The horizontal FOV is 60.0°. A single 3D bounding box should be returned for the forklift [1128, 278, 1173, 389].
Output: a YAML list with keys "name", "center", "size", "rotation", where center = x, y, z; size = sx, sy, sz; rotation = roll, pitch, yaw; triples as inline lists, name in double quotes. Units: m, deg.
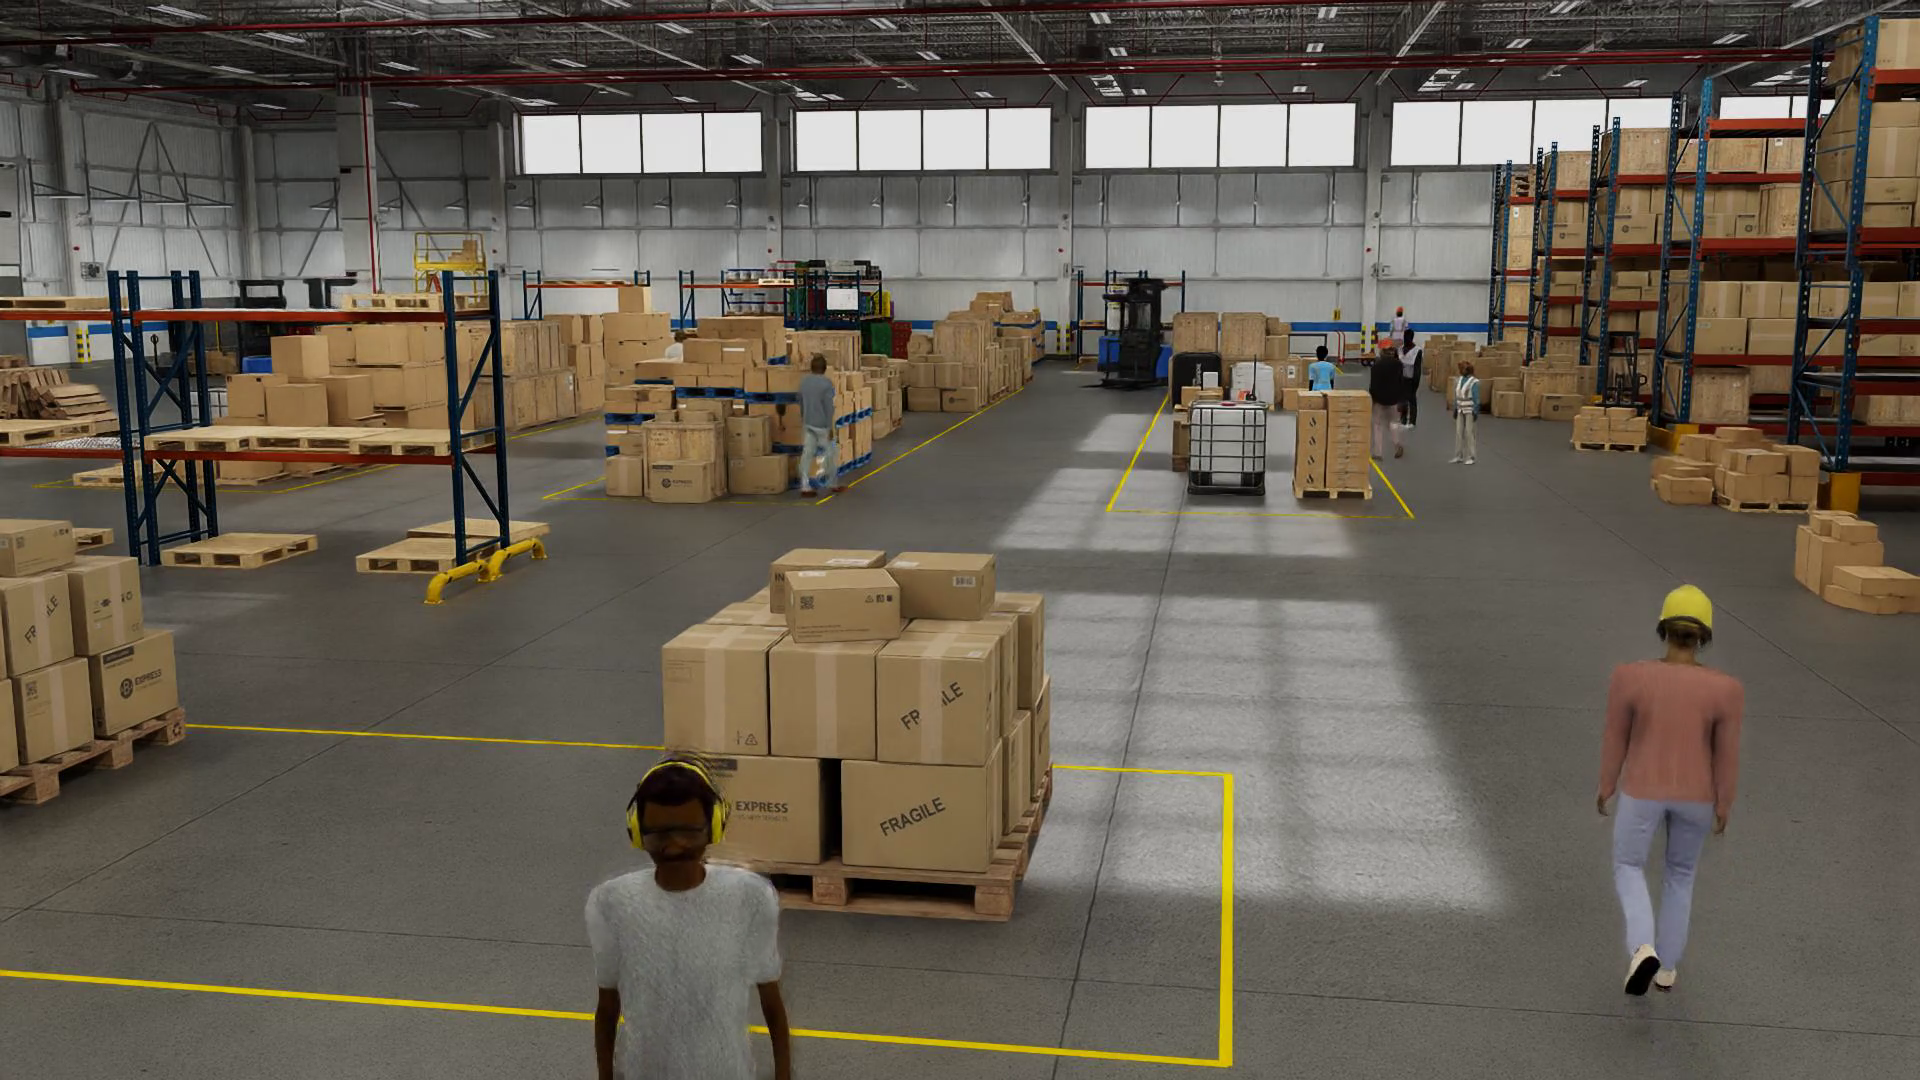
- name: "forklift"
  center: [4.757, -5.316, 42.702]
  size: [1.873, 2.768, 1.129]
  rotation: [-8, 12, -41]

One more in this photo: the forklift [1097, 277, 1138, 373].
- name: "forklift"
  center: [5.019, -6.307, 48.812]
  size: [1.873, 2.768, 1.129]
  rotation: [1, 9, 9]

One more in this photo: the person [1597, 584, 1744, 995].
- name: "person"
  center: [2.930, 1.057, 6.872]
  size: [0.535, 1.748, 0.537]
  rotation: [3, 10, 16]

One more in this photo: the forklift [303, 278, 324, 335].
- name: "forklift"
  center: [-16.755, -5.417, 43.321]
  size: [1.873, 2.768, 1.129]
  rotation: [-3, 10, -19]

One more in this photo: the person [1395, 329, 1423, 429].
- name: "person"
  center: [8.633, -3.096, 32.001]
  size: [0.397, 1.911, 0.587]
  rotation: [-5, 11, -30]

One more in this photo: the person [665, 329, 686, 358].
- name: "person"
  center: [-5.311, -3.061, 31.774]
  size: [0.651, 1.899, 0.909]
  rotation: [-2, 9, -13]

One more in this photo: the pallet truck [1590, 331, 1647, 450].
- name: "pallet truck"
  center: [11.253, -2.573, 28.499]
  size: [0.823, 1.965, 1.885]
  rotation: [5, 10, 27]

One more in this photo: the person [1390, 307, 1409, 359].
- name: "person"
  center: [13.644, -6.265, 51.617]
  size: [0.568, 1.883, 0.993]
  rotation: [5, 10, 27]

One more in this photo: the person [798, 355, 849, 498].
- name: "person"
  center: [-1.846, -1.524, 22.324]
  size: [0.667, 1.898, 0.910]
  rotation: [7, 12, 37]

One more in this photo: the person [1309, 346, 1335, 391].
- name: "person"
  center: [6.430, -2.611, 29.658]
  size: [0.540, 1.695, 0.317]
  rotation: [-3, 10, -20]

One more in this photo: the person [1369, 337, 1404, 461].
- name: "person"
  center: [6.746, -2.214, 26.323]
  size: [0.634, 1.983, 0.541]
  rotation: [-3, 10, -20]

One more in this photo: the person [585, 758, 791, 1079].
- name: "person"
  center: [-0.689, 1.435, 4.325]
  size: [0.535, 1.832, 0.953]
  rotation: [-2, 9, -10]

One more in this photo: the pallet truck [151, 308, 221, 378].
- name: "pallet truck"
  center: [-21.869, -5.598, 47.154]
  size: [0.823, 1.965, 1.885]
  rotation: [4, 10, 26]

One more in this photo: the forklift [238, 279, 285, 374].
- name: "forklift"
  center: [-15.763, -4.510, 37.729]
  size: [1.129, 2.768, 1.873]
  rotation: [-5, 11, -29]

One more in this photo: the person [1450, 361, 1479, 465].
- name: "person"
  center: [7.944, -1.991, 26.061]
  size: [0.343, 1.629, 0.531]
  rotation: [-3, 10, -16]
